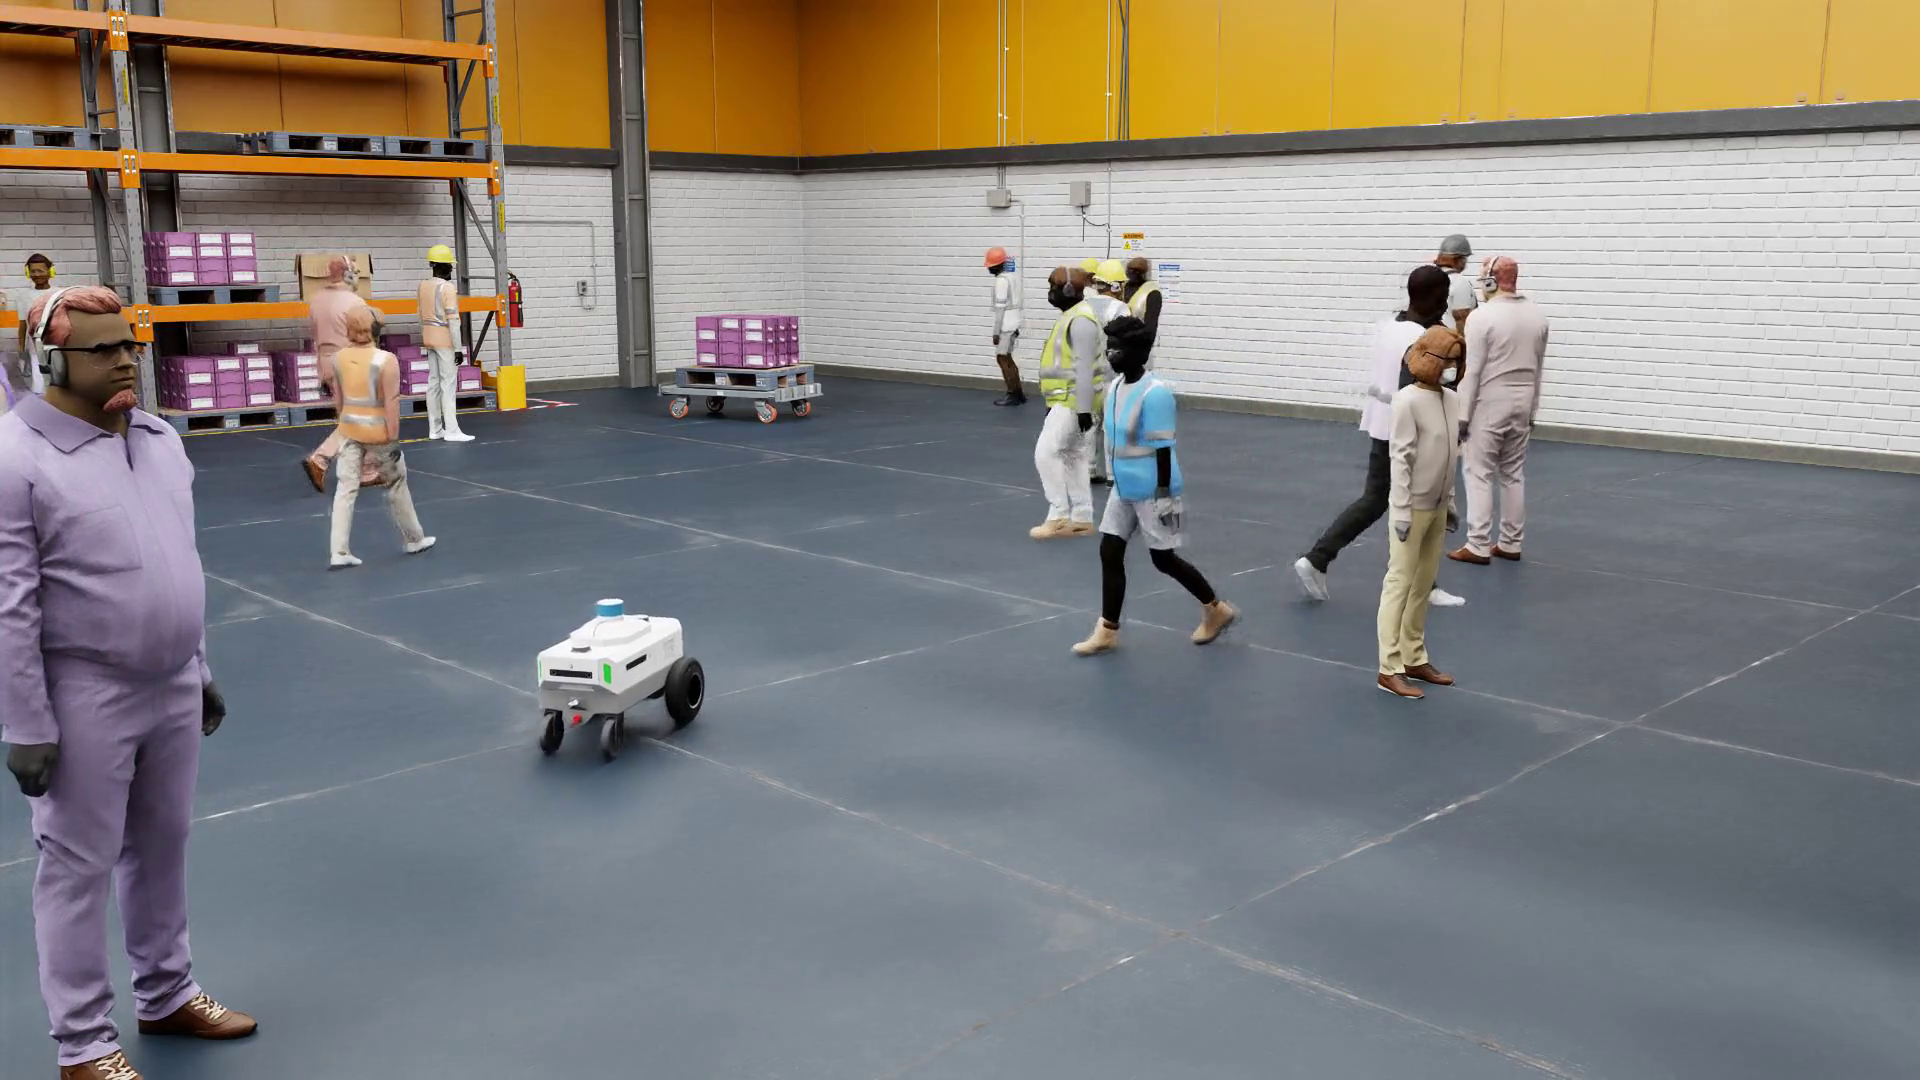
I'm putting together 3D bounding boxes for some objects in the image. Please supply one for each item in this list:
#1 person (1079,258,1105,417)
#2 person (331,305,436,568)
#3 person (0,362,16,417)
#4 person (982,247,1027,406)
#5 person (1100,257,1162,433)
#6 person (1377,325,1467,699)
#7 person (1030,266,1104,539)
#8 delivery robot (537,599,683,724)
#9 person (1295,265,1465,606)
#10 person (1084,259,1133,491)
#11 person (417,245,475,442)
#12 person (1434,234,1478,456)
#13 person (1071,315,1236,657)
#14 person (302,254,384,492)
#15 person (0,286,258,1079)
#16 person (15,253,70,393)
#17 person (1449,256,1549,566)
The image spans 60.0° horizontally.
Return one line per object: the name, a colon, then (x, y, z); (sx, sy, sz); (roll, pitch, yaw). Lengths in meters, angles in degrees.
person: (1.439, -2.249, 18.558); (0.308, 1.769, 0.525); (-4, 11, -19)
person: (-3.632, -0.646, 10.277); (0.533, 1.588, 0.853); (4, 11, 19)
person: (-4.187, -0.192, 7.214); (0.574, 1.824, 0.774); (9, 14, 40)
person: (0.524, -2.533, 19.780); (0.500, 1.887, 0.654); (2, 11, 10)
person: (1.748, -1.965, 16.917); (0.662, 1.803, 0.727); (10, 14, 43)
person: (2.058, -0.131, 7.369); (0.284, 1.633, 0.498); (10, 14, 44)
person: (0.649, -0.907, 11.094); (0.606, 1.816, 0.652); (-1, 10, -4)
delivery robot: (-1.403, 0.482, 6.715); (0.477, 0.478, 0.707); (3, 11, 15)
person: (2.301, -0.547, 8.999); (0.880, 1.874, 0.645); (-1, 10, -4)
person: (1.175, -1.312, 13.261); (0.404, 1.834, 0.591); (-8, 13, -37)
person: (-5.079, -1.926, 16.357); (0.590, 1.927, 0.367); (8, 13, 38)
person: (4.559, -1.806, 15.391); (0.536, 2.000, 0.687); (-3, 11, -17)
person: (0.952, -0.260, 7.997); (0.781, 1.658, 0.547); (-4, 11, -23)
person: (-4.883, -1.311, 13.142); (0.651, 1.881, 0.812); (8, 13, 37)
person: (-1.988, 0.362, 3.938); (0.409, 1.907, 0.648); (2, 11, 13)
person: (-8.327, -1.679, 15.206); (0.517, 1.860, 0.317); (-2, 11, -12)
person: (3.321, -0.790, 10.274); (0.663, 1.894, 0.396); (-6, 12, -28)
